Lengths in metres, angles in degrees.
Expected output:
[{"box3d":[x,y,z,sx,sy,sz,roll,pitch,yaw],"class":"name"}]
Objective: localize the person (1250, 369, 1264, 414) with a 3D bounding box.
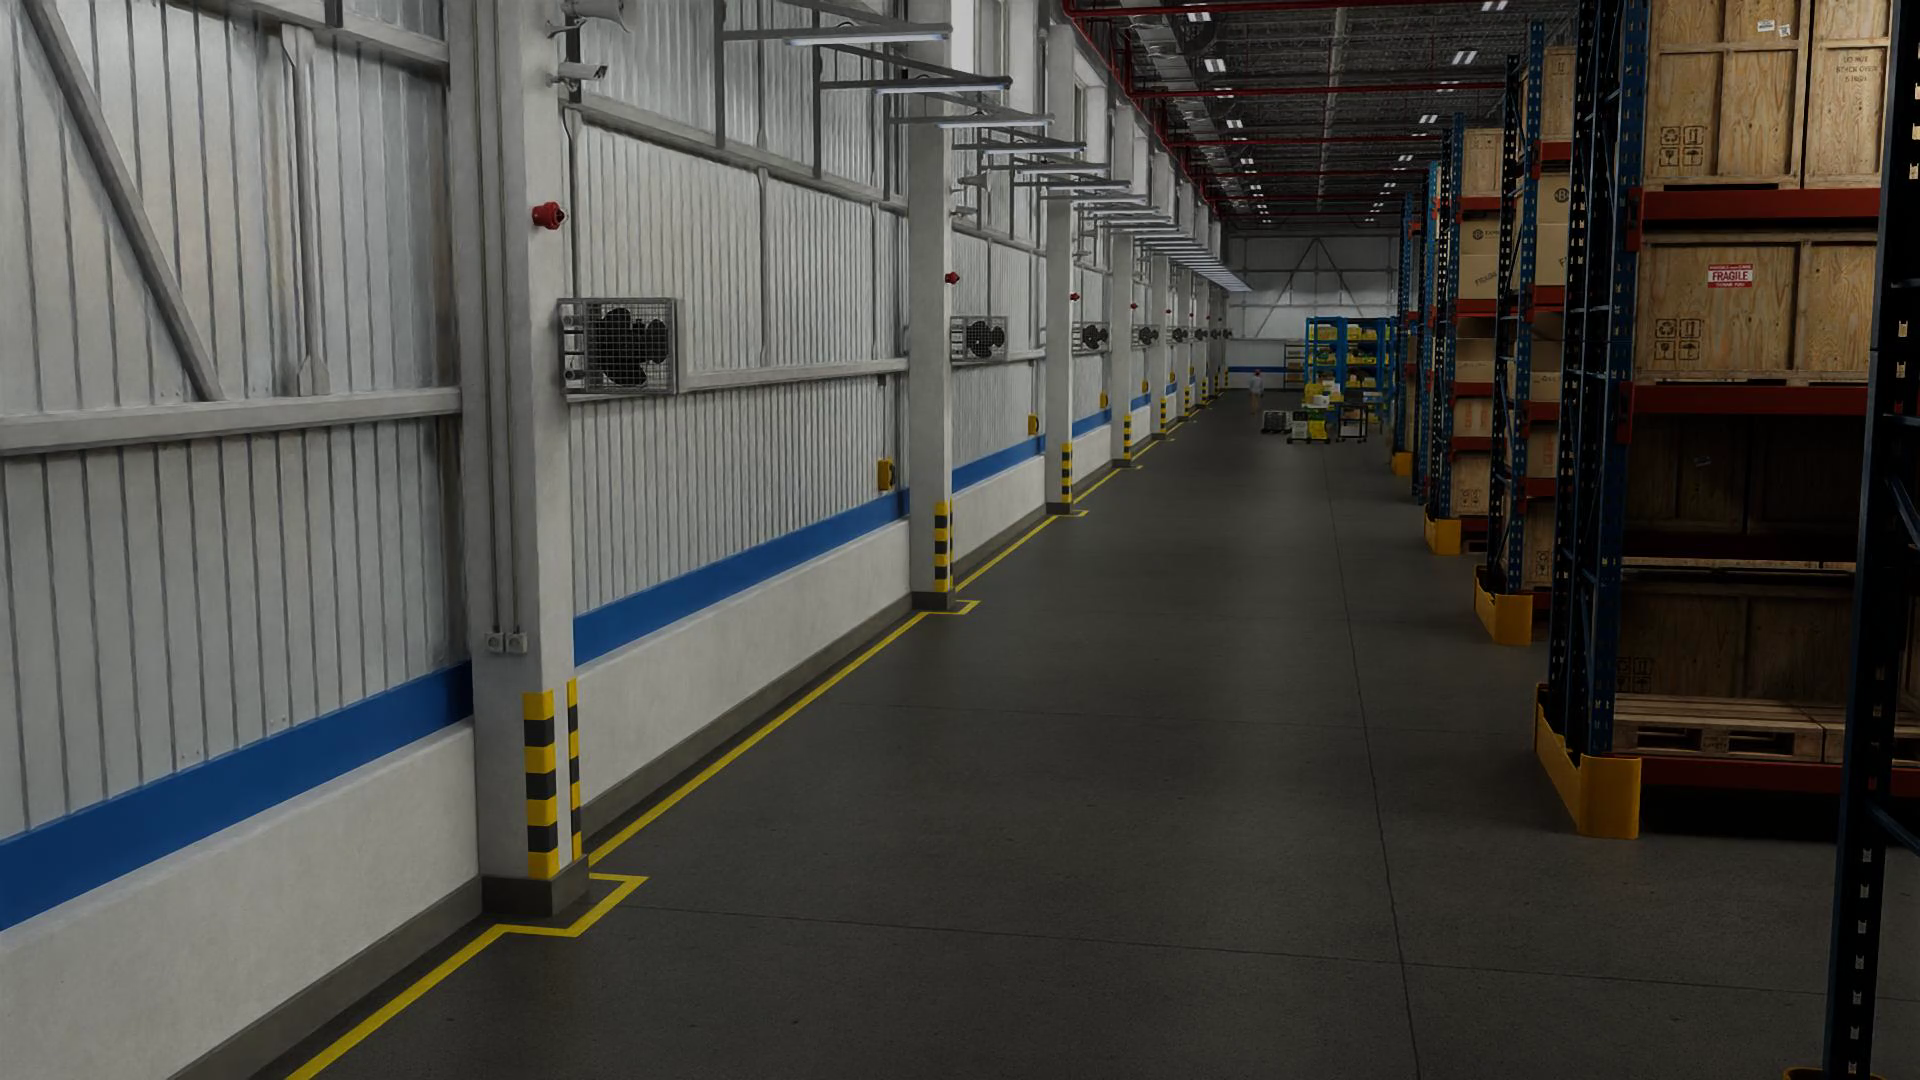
[{"box3d":[11.244,-5.622,63.018,0.556,1.718,0.863,2,7,15],"class":"person"}]
